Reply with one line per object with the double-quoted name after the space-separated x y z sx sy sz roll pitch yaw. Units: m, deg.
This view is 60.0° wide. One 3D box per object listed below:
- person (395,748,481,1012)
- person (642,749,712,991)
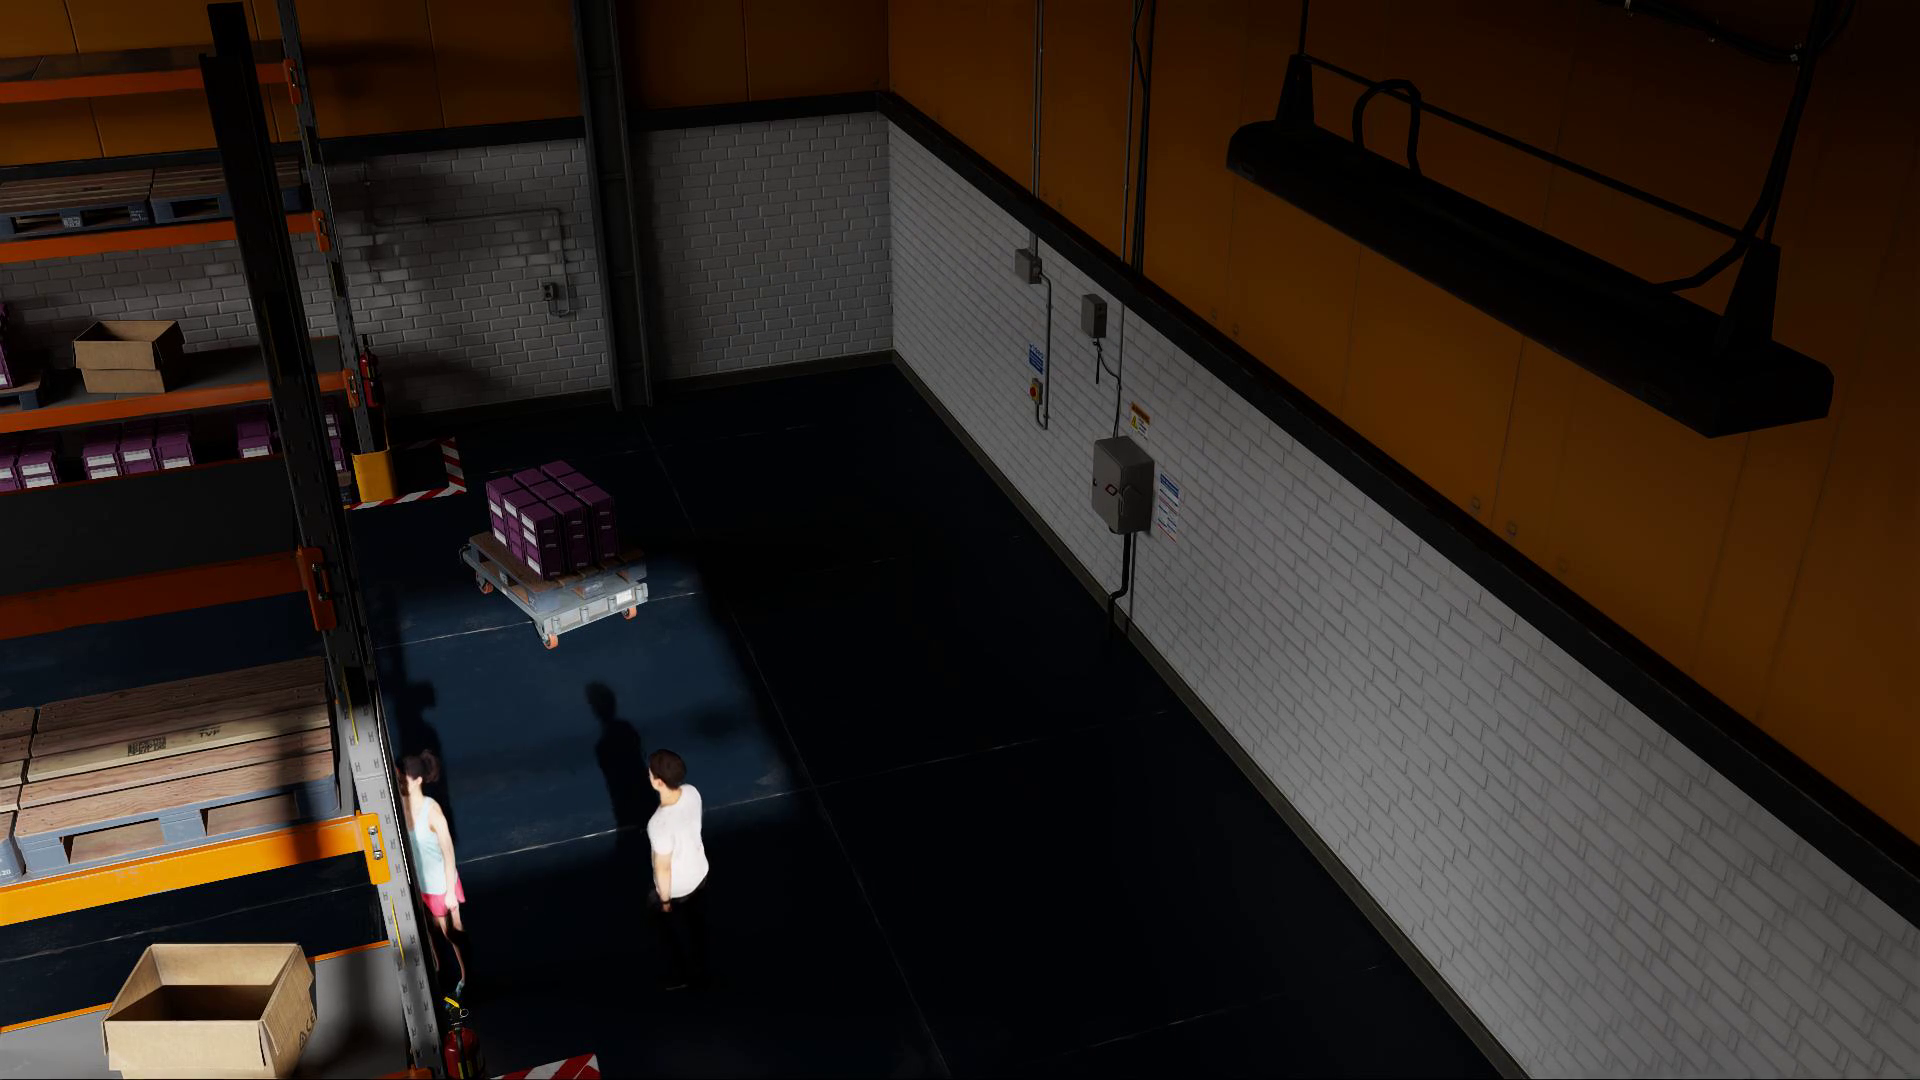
-3.078 1.977 9.667 0.690 1.764 0.732 16 33 27 "person"
-1.585 1.968 9.739 0.791 1.711 0.726 13 31 23 "person"
